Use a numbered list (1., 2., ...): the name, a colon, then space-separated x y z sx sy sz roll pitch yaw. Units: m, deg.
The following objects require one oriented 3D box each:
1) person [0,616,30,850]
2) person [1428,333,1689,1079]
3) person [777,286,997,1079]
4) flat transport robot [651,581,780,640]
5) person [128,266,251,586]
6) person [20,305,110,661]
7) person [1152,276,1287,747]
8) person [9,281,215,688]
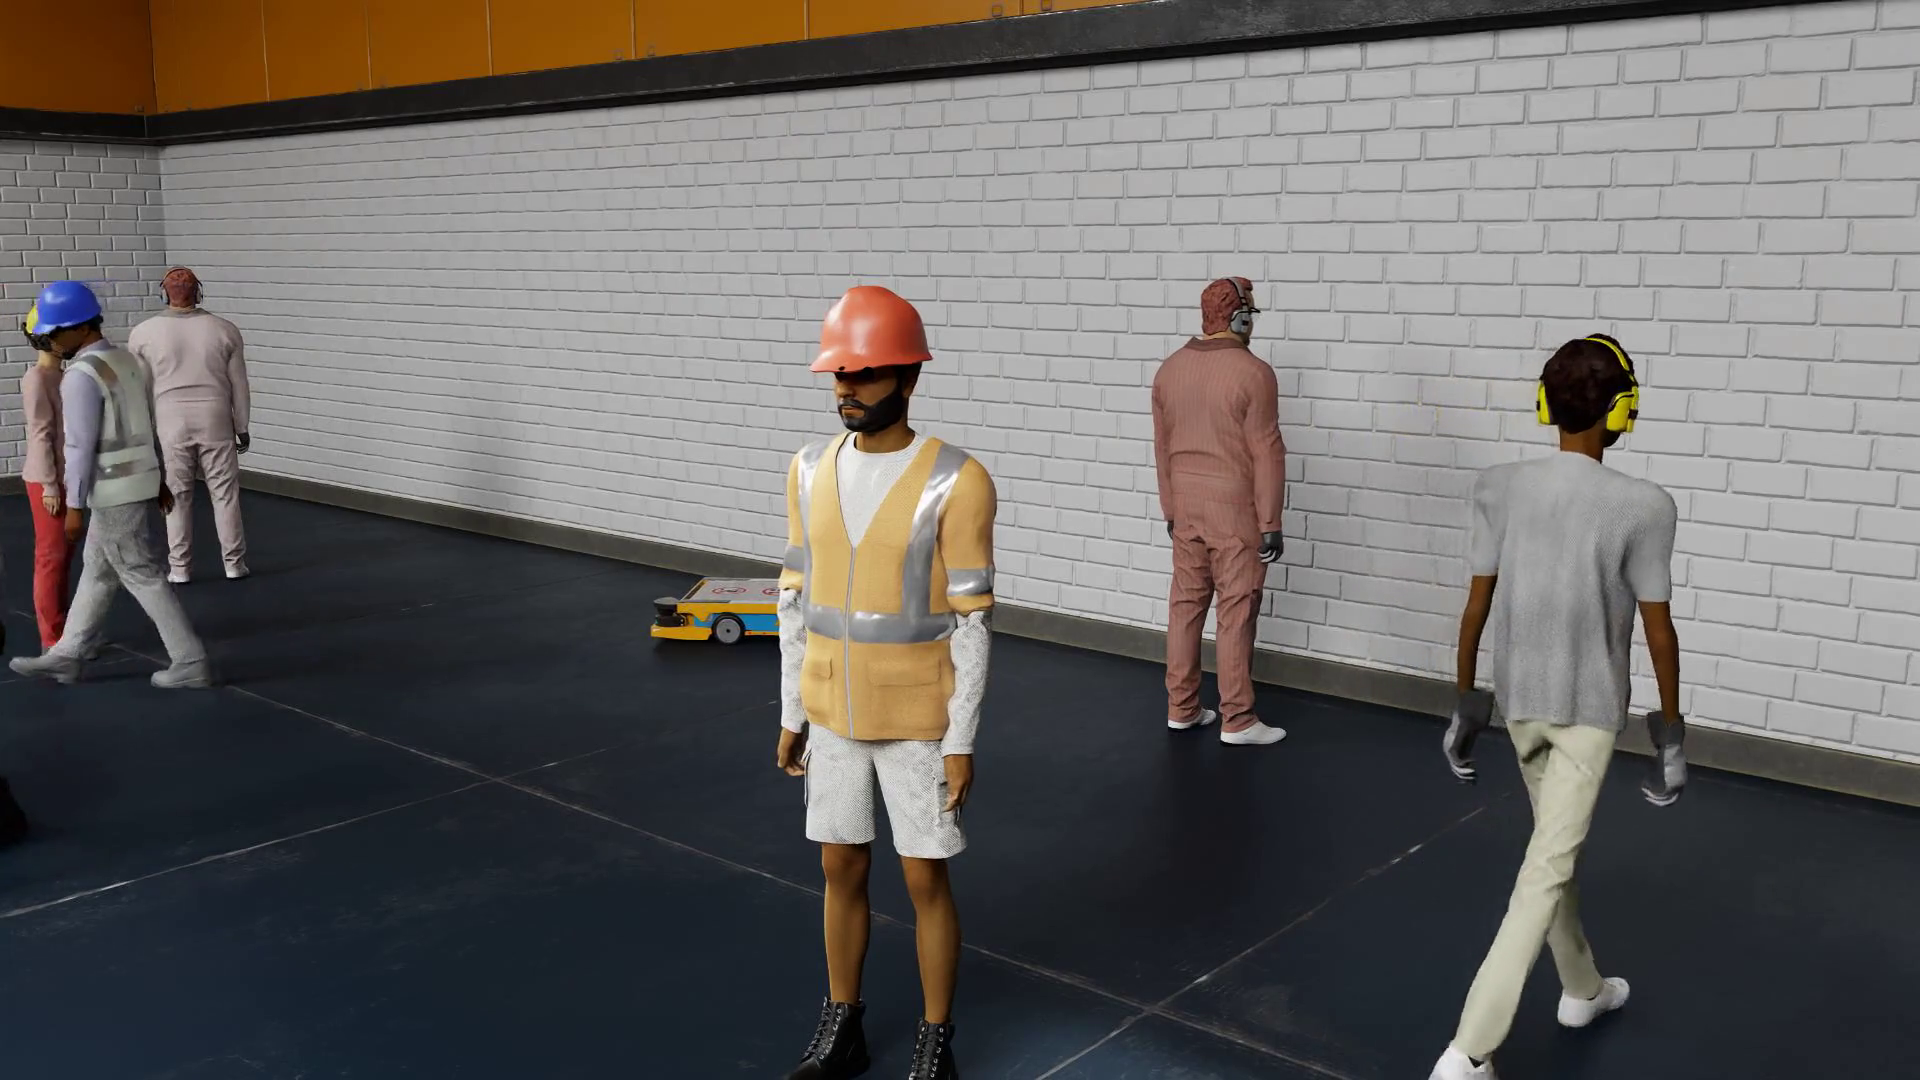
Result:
1. person: -3.330 0.184 5.175 0.567 1.886 1.018 2 10 11
2. person: 1.438 0.422 4.002 0.968 1.831 0.540 -9 13 -41
3. person: -0.189 0.395 3.826 0.544 1.939 0.354 5 11 26
4. flat transport robot: -0.849 0.362 8.757 1.431 0.197 0.652 1 10 3
5. person: -4.618 -0.682 10.030 0.643 1.913 0.410 -5 11 -27
6. person: -4.428 -0.290 8.214 0.331 1.768 0.527 -3 10 -15
7. person: 1.081 -0.113 6.805 0.408 1.909 0.642 -8 13 -39
8. person: -3.882 -0.227 7.542 0.924 1.872 0.679 -1 10 -8
